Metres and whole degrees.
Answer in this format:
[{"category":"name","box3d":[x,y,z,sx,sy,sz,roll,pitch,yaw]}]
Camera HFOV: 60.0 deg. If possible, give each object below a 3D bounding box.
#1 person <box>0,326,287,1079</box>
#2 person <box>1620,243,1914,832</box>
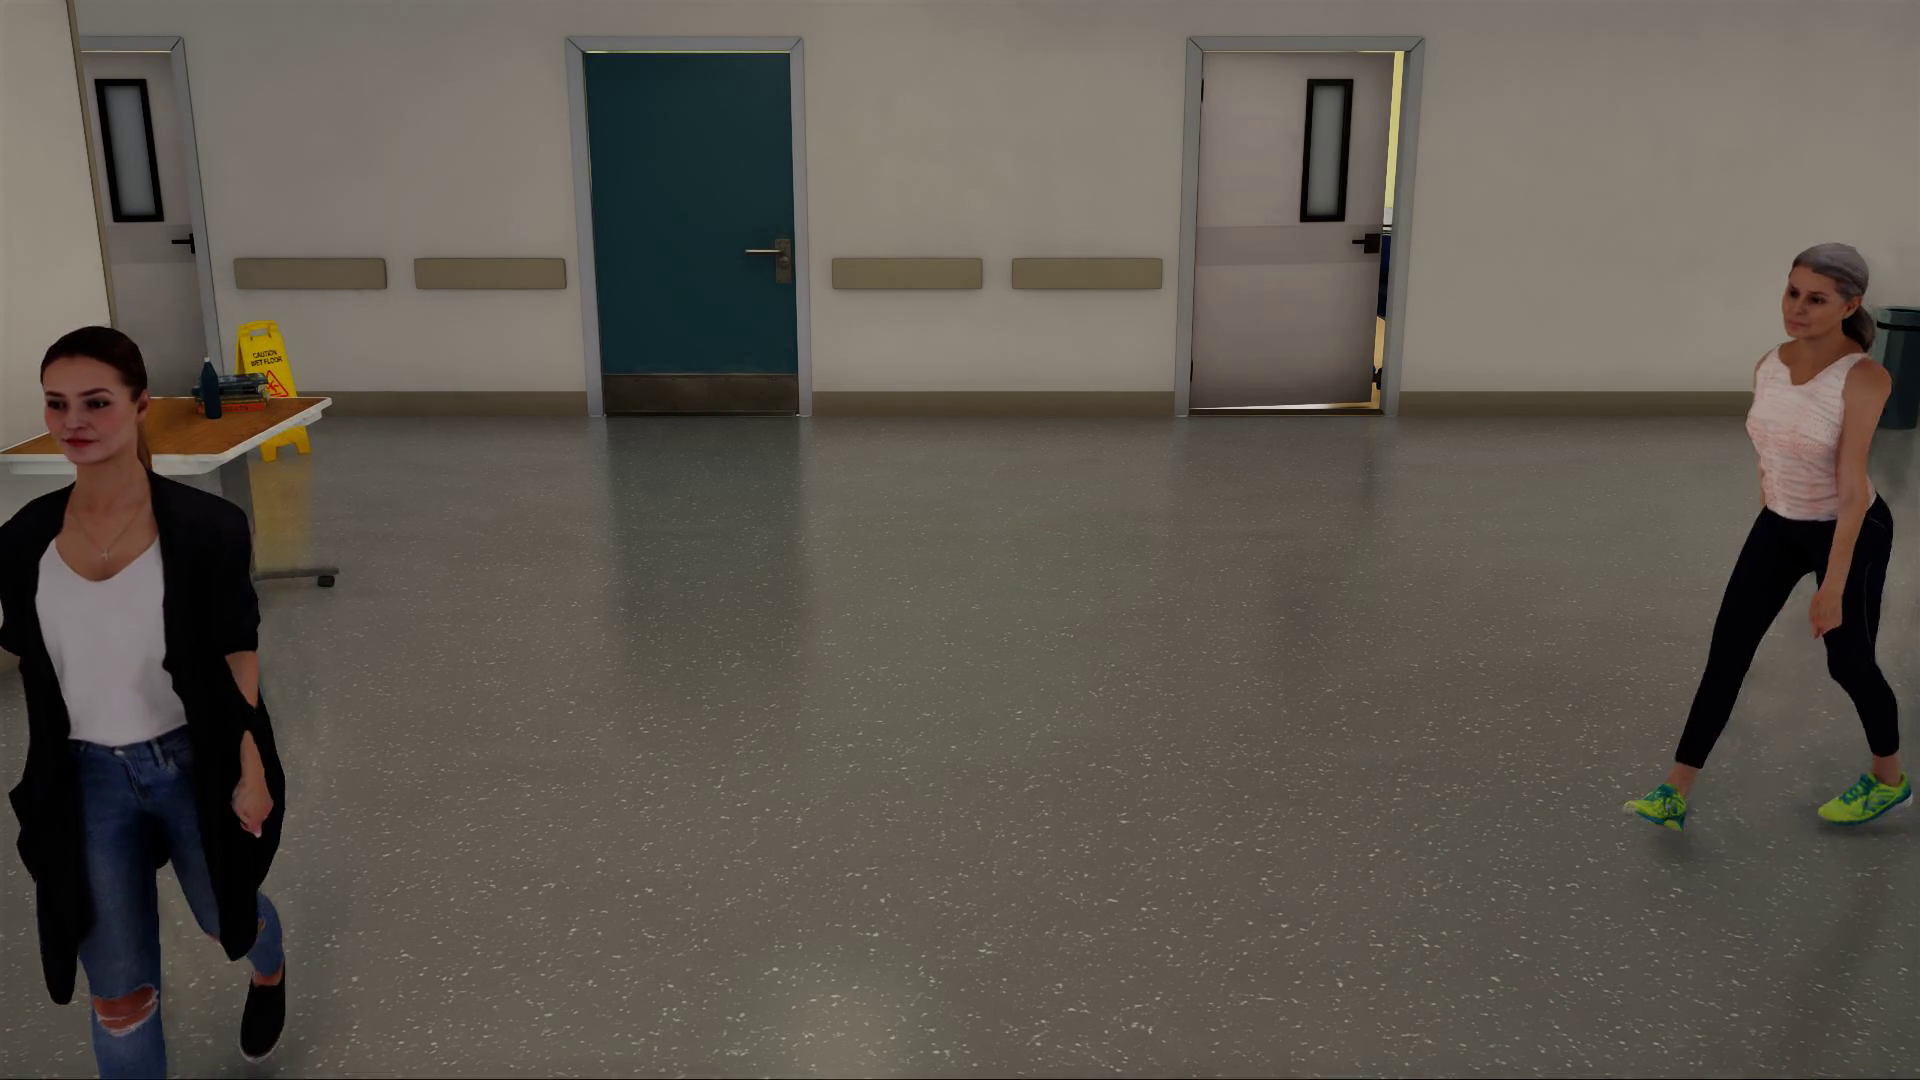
[{"category":"person","box3d":[-1.498,0.431,3.176,1.078,1.652,0.789,-3,16,-9]},{"category":"person","box3d":[2.403,0.046,4.536,1.250,1.656,0.881,-4,16,-12]}]
